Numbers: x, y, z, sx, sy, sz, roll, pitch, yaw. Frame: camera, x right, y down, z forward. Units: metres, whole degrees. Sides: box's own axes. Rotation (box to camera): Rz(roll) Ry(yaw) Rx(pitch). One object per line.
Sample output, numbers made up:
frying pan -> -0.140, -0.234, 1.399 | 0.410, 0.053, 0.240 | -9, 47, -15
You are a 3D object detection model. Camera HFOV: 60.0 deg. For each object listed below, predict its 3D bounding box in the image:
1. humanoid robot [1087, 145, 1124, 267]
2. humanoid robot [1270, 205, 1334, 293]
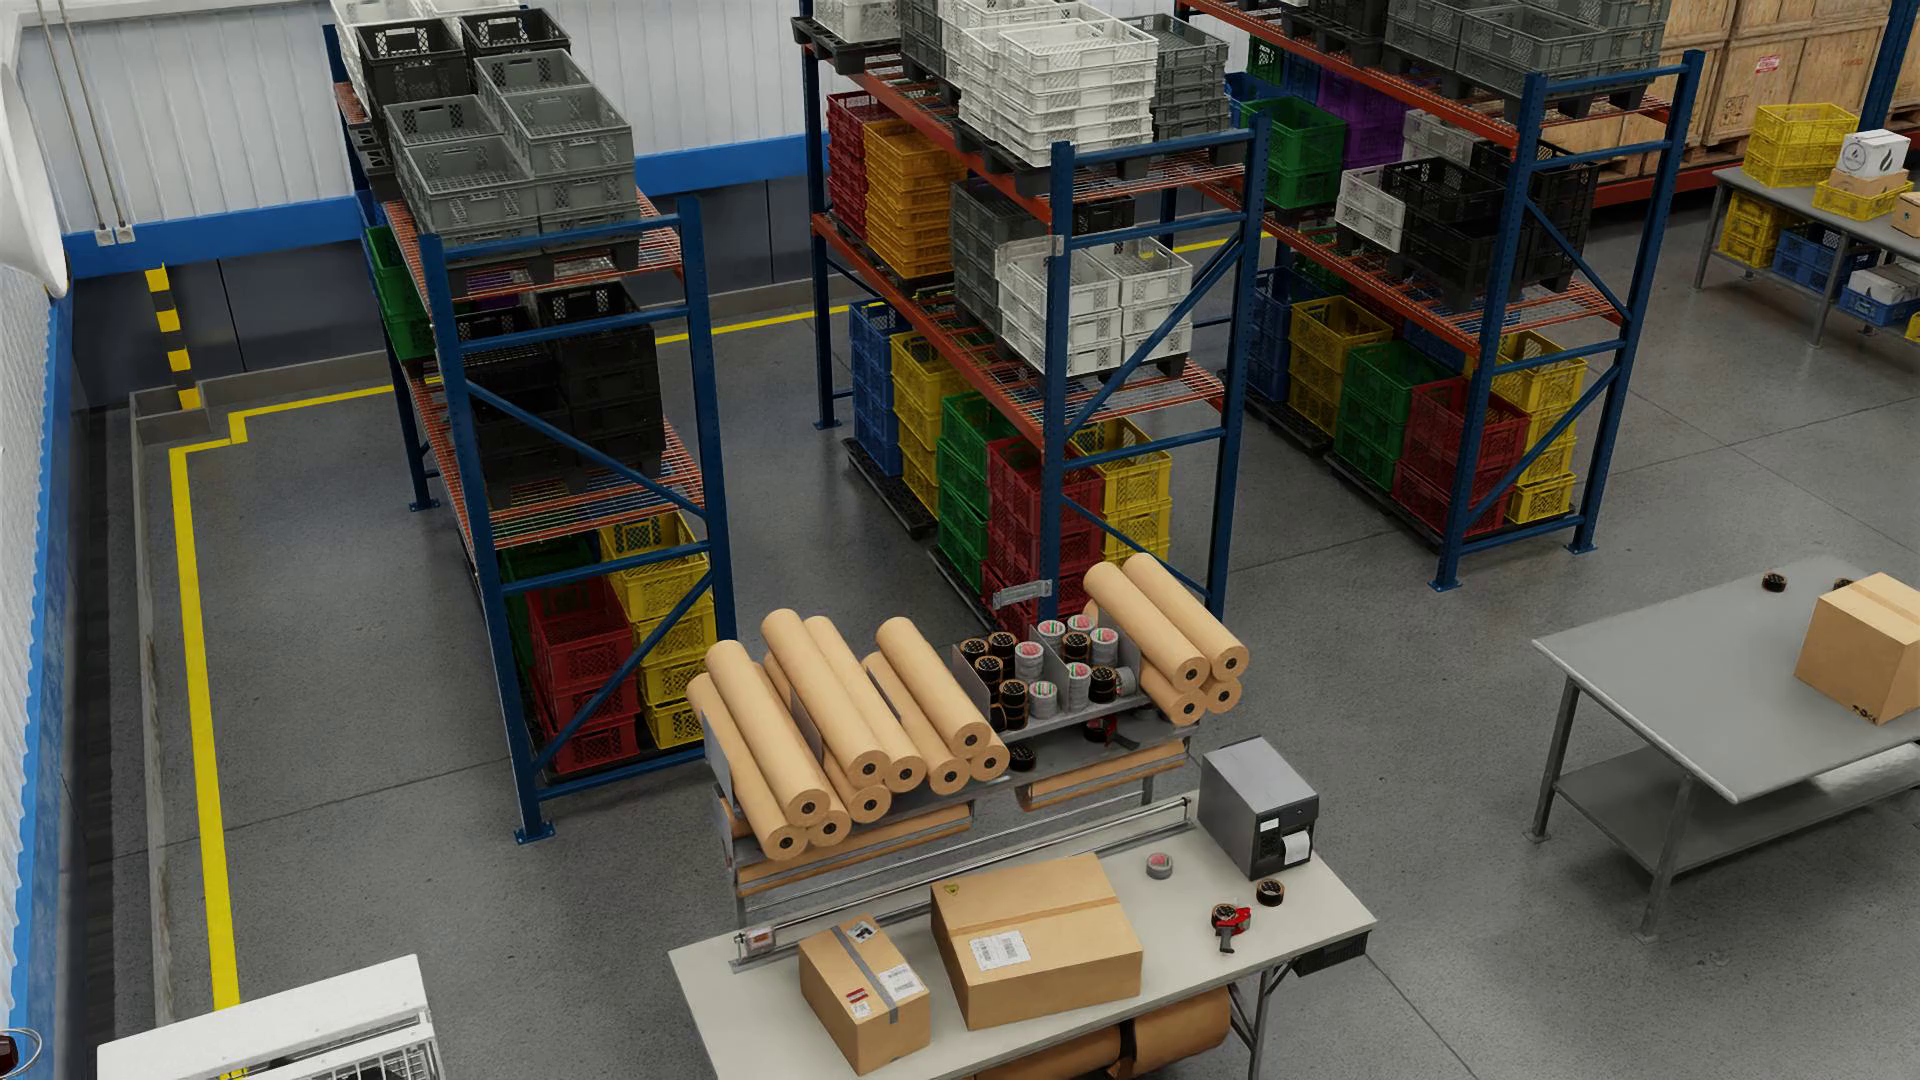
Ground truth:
humanoid robot -> 0.933, -2.132, 12.099 | 0.398, 1.636, 0.687 | -21, 37, -30
humanoid robot -> 2.766, -2.778, 13.126 | 0.609, 1.657, 0.315 | -1, 32, -1
